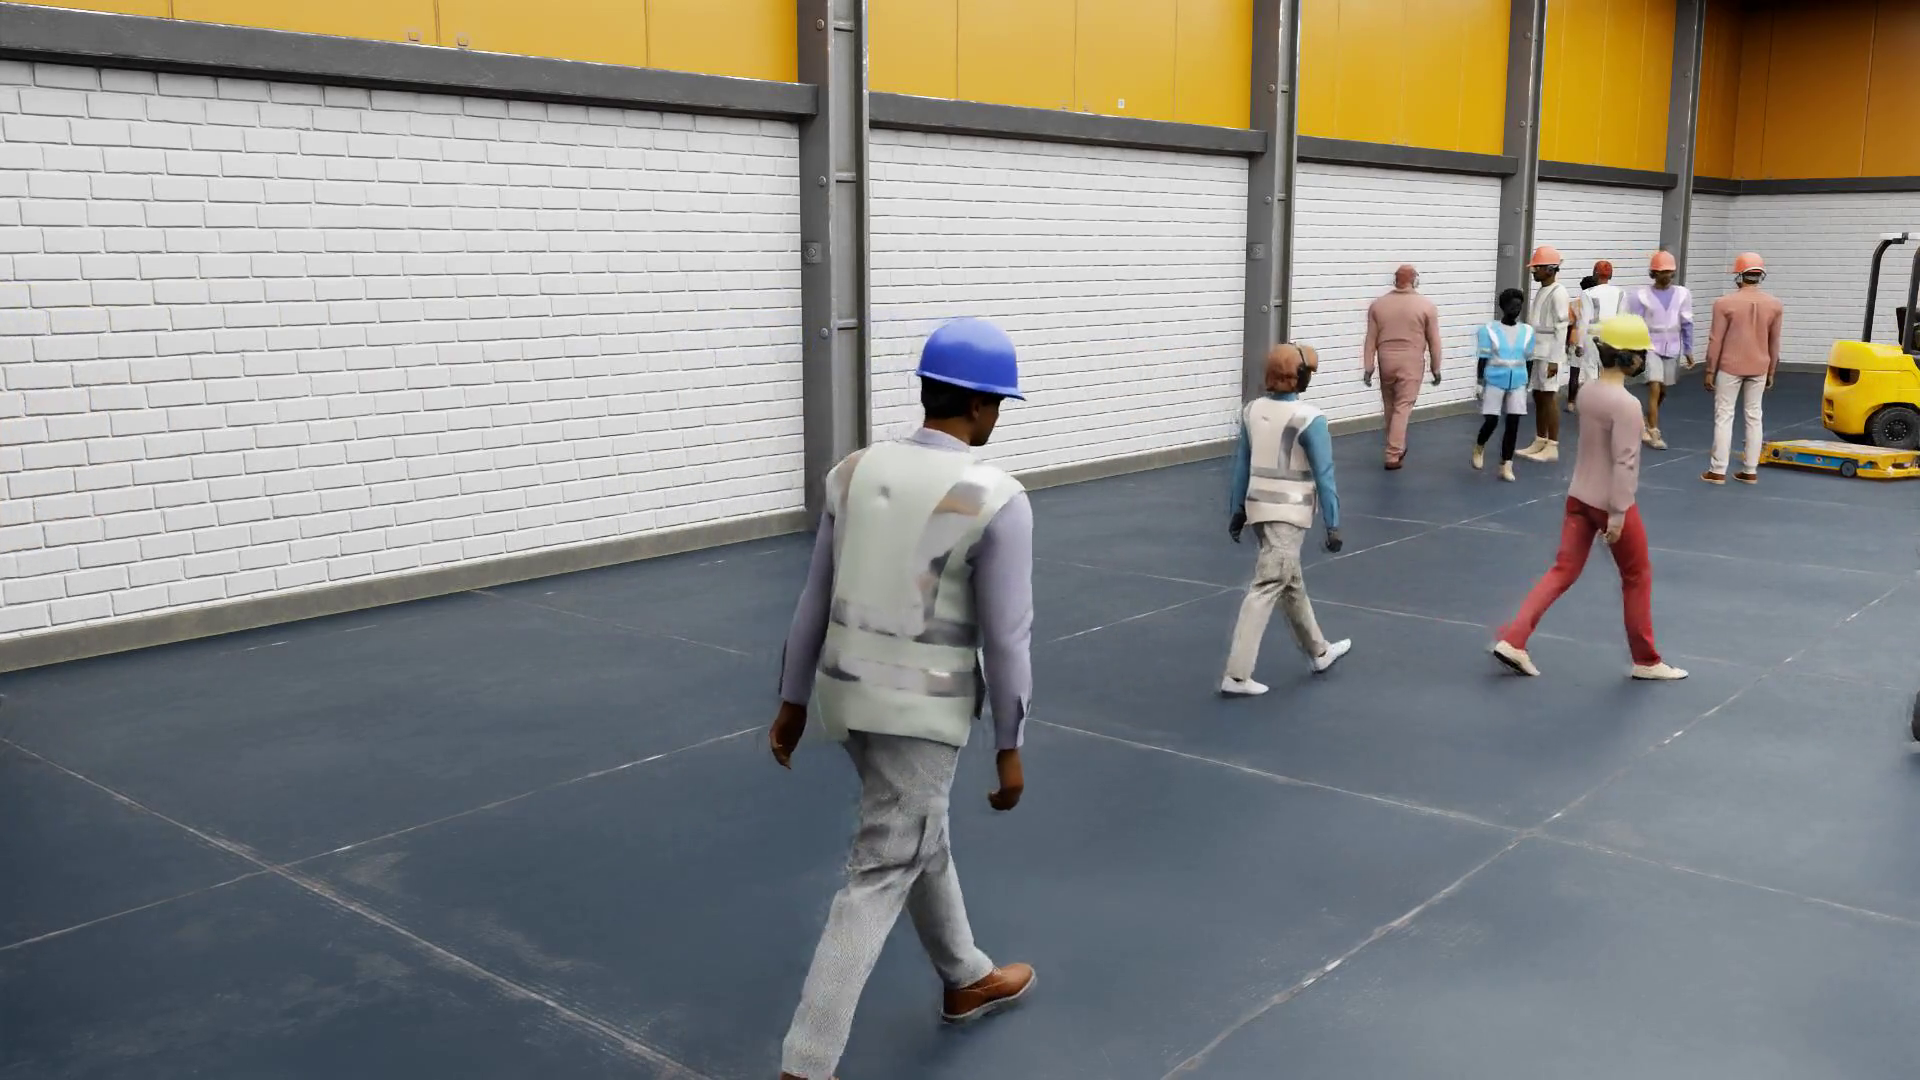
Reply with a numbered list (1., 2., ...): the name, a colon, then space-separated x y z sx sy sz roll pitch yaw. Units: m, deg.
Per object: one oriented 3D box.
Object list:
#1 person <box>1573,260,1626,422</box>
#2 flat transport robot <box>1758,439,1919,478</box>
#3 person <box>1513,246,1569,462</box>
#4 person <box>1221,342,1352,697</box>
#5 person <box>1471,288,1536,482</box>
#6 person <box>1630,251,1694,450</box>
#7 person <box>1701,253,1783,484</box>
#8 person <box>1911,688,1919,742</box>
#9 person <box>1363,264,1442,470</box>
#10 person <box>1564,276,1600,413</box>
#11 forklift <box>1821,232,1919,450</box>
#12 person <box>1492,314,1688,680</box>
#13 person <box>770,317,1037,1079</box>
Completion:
1. person: 7.433 -2.301 19.358 0.575 1.882 0.355 -3 10 -16
2. flat transport robot: 7.988 -0.751 15.117 0.652 0.197 1.431 -5 11 -27
3. person: 5.533 -1.758 15.833 0.406 2.038 0.619 0 10 -1
4. person: 1.530 -0.096 7.584 0.862 1.590 0.540 -5 11 -27
5. person: 4.738 -1.361 14.541 0.542 1.684 0.471 0 10 -3
6. person: 7.141 -1.953 17.043 0.608 2.008 0.970 0 10 -1
7. person: 6.727 -1.468 14.325 0.618 1.990 0.395 0 10 -2
8. person: 4.169 -0.058 6.690 0.721 1.848 0.530 -7 12 -35
9. person: 4.145 -1.607 15.433 0.672 1.862 0.965 7 12 34
10. person: 7.721 -2.406 20.510 0.532 1.691 0.321 2 10 13
11. forklift: 9.955 -1.972 16.595 2.313 2.155 1.214 1 10 8
12. person: 2.967 -0.189 7.747 0.875 1.729 0.521 -2 10 -10
13. person: -0.161 0.411 3.983 0.645 1.872 1.024 10 14 43
